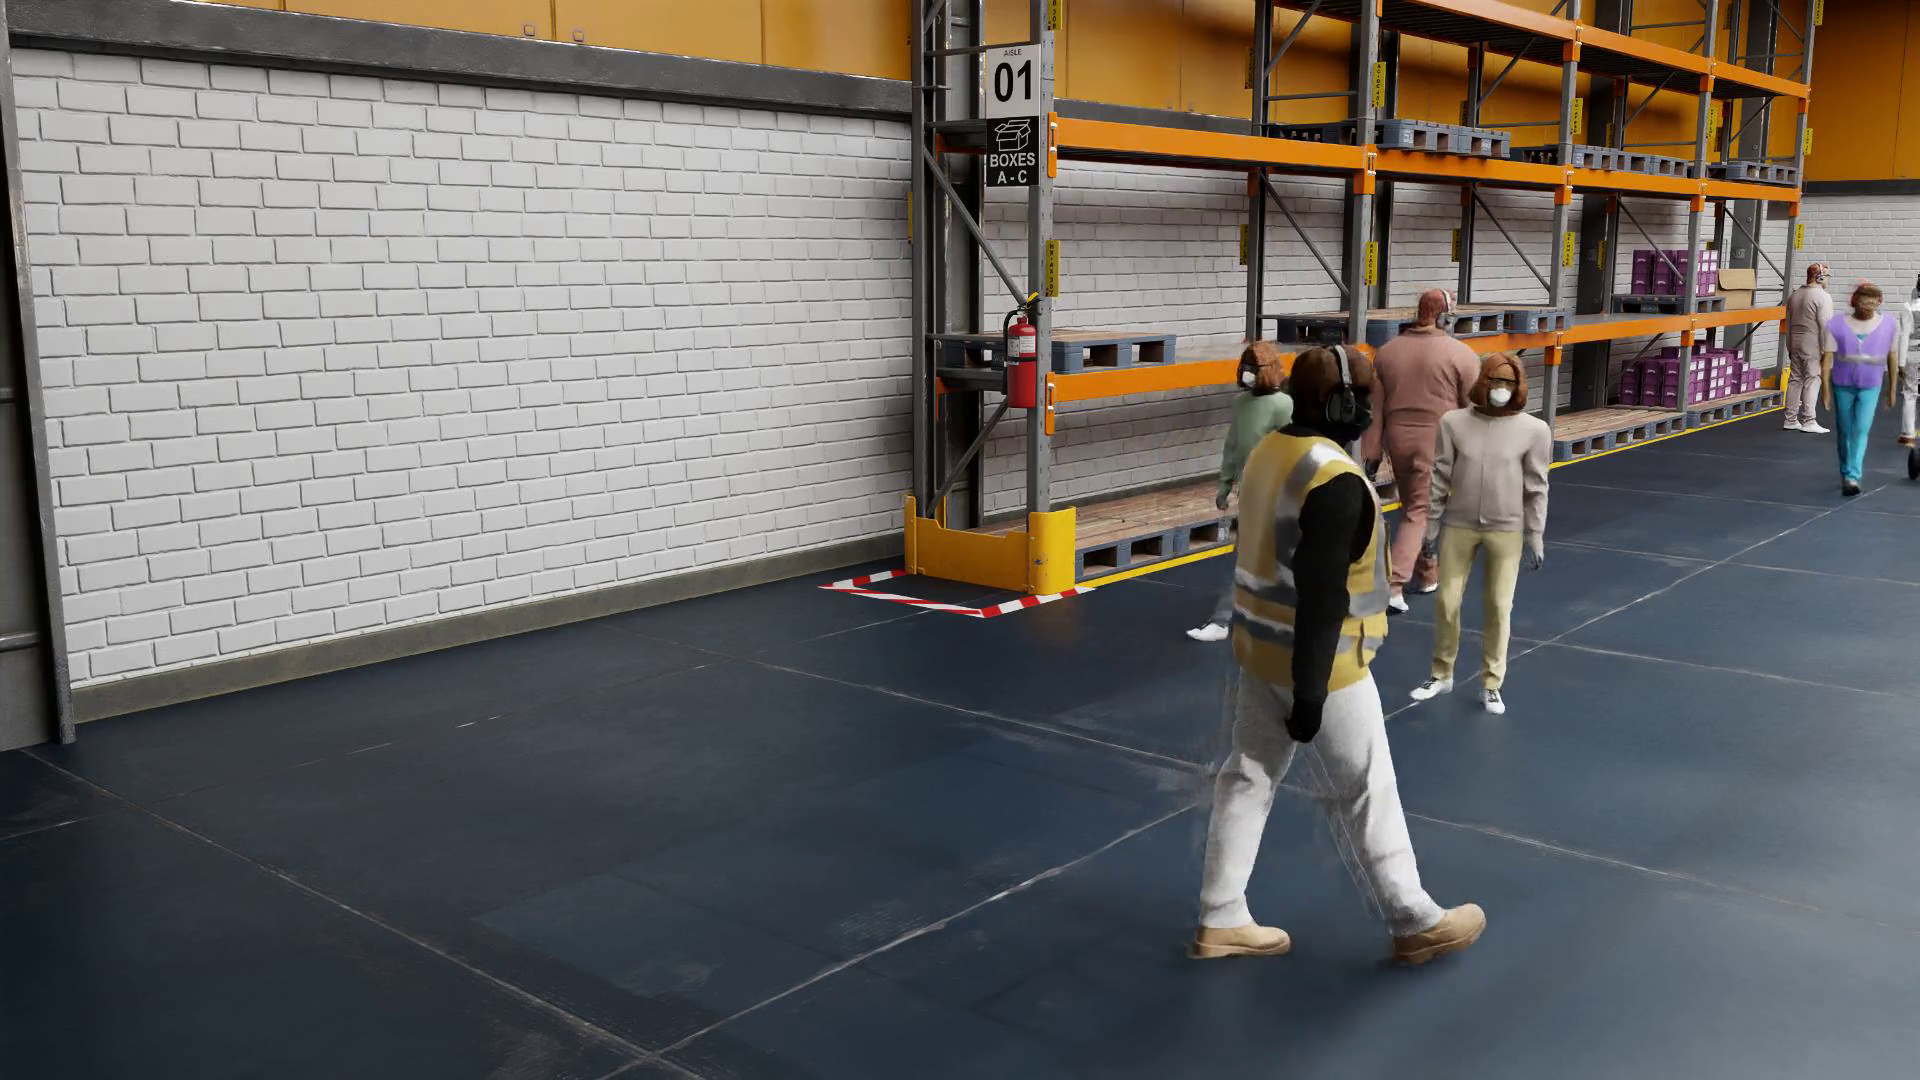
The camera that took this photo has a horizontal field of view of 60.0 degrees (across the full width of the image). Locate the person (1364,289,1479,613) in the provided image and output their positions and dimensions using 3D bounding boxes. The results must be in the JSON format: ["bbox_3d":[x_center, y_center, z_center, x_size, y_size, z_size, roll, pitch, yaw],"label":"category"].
[{"bbox_3d":[2.695,-0.520,9.617,0.670,1.846,1.029,10,14,44],"label":"person"}]

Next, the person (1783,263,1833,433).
[{"bbox_3d":[9.616,-2.164,18.784,0.407,1.906,0.655,-2,10,-11],"label":"person"}]

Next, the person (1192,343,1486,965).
[{"bbox_3d":[1.098,0.342,4.814,0.907,1.800,0.639,-3,10,-14],"label":"person"}]

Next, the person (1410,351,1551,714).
[{"bbox_3d":[2.345,-0.034,7.502,0.582,1.619,0.337,4,11,24],"label":"person"}]

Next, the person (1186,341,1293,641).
[{"bbox_3d":[1.613,-0.266,8.882,0.872,1.589,0.509,-4,11,-23],"label":"person"}]

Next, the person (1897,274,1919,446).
[{"bbox_3d":[10.005,-1.866,17.214,0.585,1.866,0.717,2,10,10],"label":"person"}]

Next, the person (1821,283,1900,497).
[{"bbox_3d":[7.570,-1.262,14.010,0.576,1.779,0.963,6,11,29],"label":"person"}]

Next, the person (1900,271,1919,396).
[{"bbox_3d":[13.511,-2.951,23.292,0.459,1.894,0.606,-3,10,-14],"label":"person"}]
